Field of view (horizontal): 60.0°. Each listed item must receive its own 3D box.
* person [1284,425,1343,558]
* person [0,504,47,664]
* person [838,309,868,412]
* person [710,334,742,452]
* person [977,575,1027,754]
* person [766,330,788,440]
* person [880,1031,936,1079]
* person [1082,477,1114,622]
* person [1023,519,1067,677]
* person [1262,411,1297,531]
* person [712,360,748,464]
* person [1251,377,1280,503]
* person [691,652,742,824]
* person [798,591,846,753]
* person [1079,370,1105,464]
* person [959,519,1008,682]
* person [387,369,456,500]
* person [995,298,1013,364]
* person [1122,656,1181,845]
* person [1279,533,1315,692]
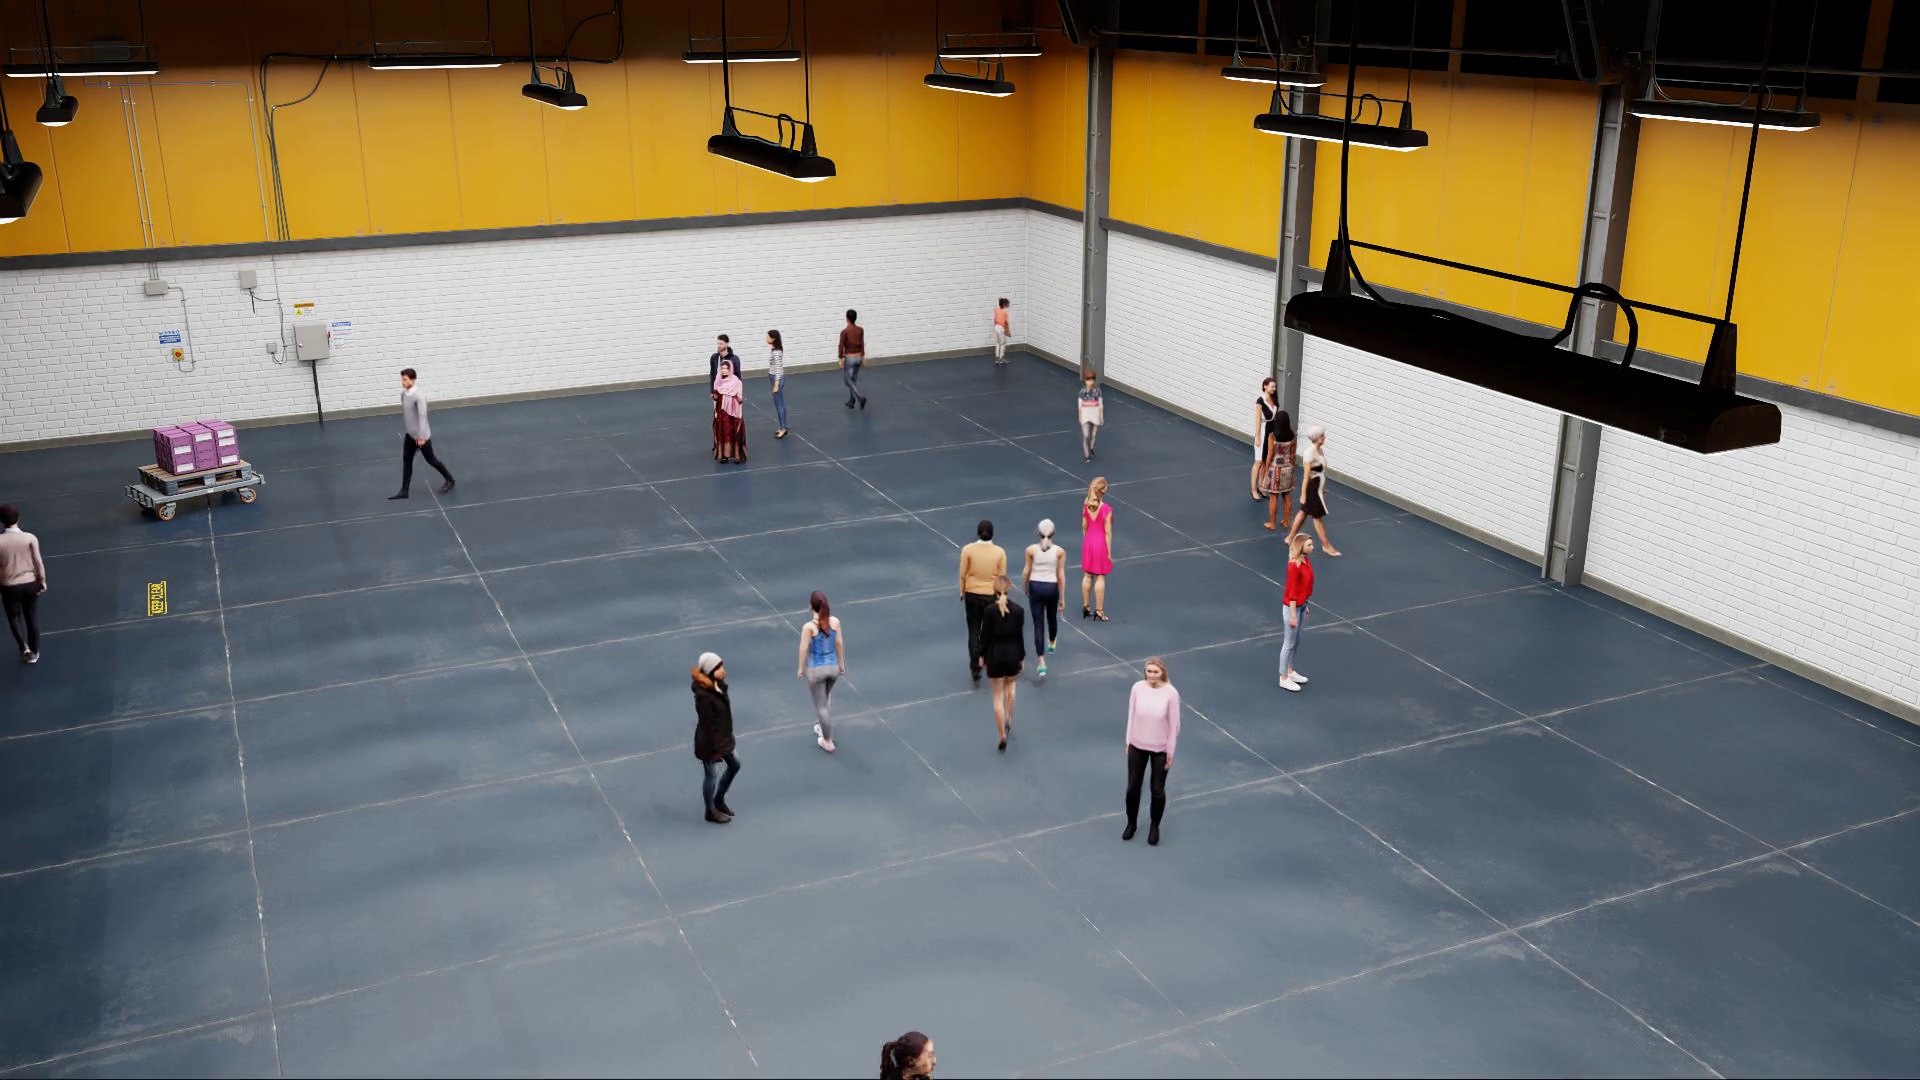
[{"bbox_3d":[4.469,-0.621,21.481,1.118,1.710,1.030,8,20,23],"label":"person"},{"bbox_3d":[-10.171,0.511,17.979,0.678,1.801,0.789,-11,21,-29],"label":"person"},{"bbox_3d":[-1.809,-3.072,28.679,0.768,1.762,1.048,-12,22,-32],"label":"person"},{"bbox_3d":[-3.692,-2.326,26.253,0.751,1.895,0.806,6,20,18],"label":"person"},{"bbox_3d":[0.422,1.214,15.973,0.711,1.748,0.857,-4,19,-11],"label":"person"},{"bbox_3d":[-2.970,-2.540,27.047,0.724,1.794,0.576,-1,19,-4],"label":"person"},{"bbox_3d":[-0.342,3.498,9.351,0.748,1.645,0.765,-14,23,-35],"label":"person"},{"bbox_3d":[1.579,0.094,19.331,0.691,1.728,0.569,-16,25,-40],"label":"person"},{"bbox_3d":[0.883,0.653,17.797,0.952,1.647,1.296,0,19,0],"label":"person"},{"bbox_3d":[4.342,-0.957,22.582,0.673,1.645,0.560,-6,20,-18],"label":"person"},{"bbox_3d":[-3.571,-1.986,25.656,0.783,1.633,0.794,2,19,7],"label":"person"},{"bbox_3d":[4.364,-1.452,23.813,0.620,1.796,0.653,17,25,41],"label":"person"},{"bbox_3d":[-2.223,1.738,14.612,0.811,1.623,0.747,6,19,16],"label":"person"},{"bbox_3d":[-1.288,1.283,16.004,0.645,1.596,0.764,-12,22,-32],"label":"person"},{"bbox_3d":[2.036,-1.933,25.849,0.763,1.408,1.014,-1,19,-2],"label":"person"},{"bbox_3d":[0.231,0.645,17.675,0.956,1.739,1.230,-1,19,-2],"label":"person"},{"bbox_3d":[-7.704,-1.533,23.924,1.326,1.879,1.175,14,23,37],"label":"person"},{"bbox_3d":[0.802,-4.102,32.474,0.504,1.291,0.635,12,22,32],"label":"person"},{"bbox_3d":[1.678,1.778,14.396,0.741,1.685,0.801,7,20,20],"label":"person"},{"bbox_3d":[3.531,0.730,17.478,0.703,1.705,0.686,10,21,28],"label":"person"}]
